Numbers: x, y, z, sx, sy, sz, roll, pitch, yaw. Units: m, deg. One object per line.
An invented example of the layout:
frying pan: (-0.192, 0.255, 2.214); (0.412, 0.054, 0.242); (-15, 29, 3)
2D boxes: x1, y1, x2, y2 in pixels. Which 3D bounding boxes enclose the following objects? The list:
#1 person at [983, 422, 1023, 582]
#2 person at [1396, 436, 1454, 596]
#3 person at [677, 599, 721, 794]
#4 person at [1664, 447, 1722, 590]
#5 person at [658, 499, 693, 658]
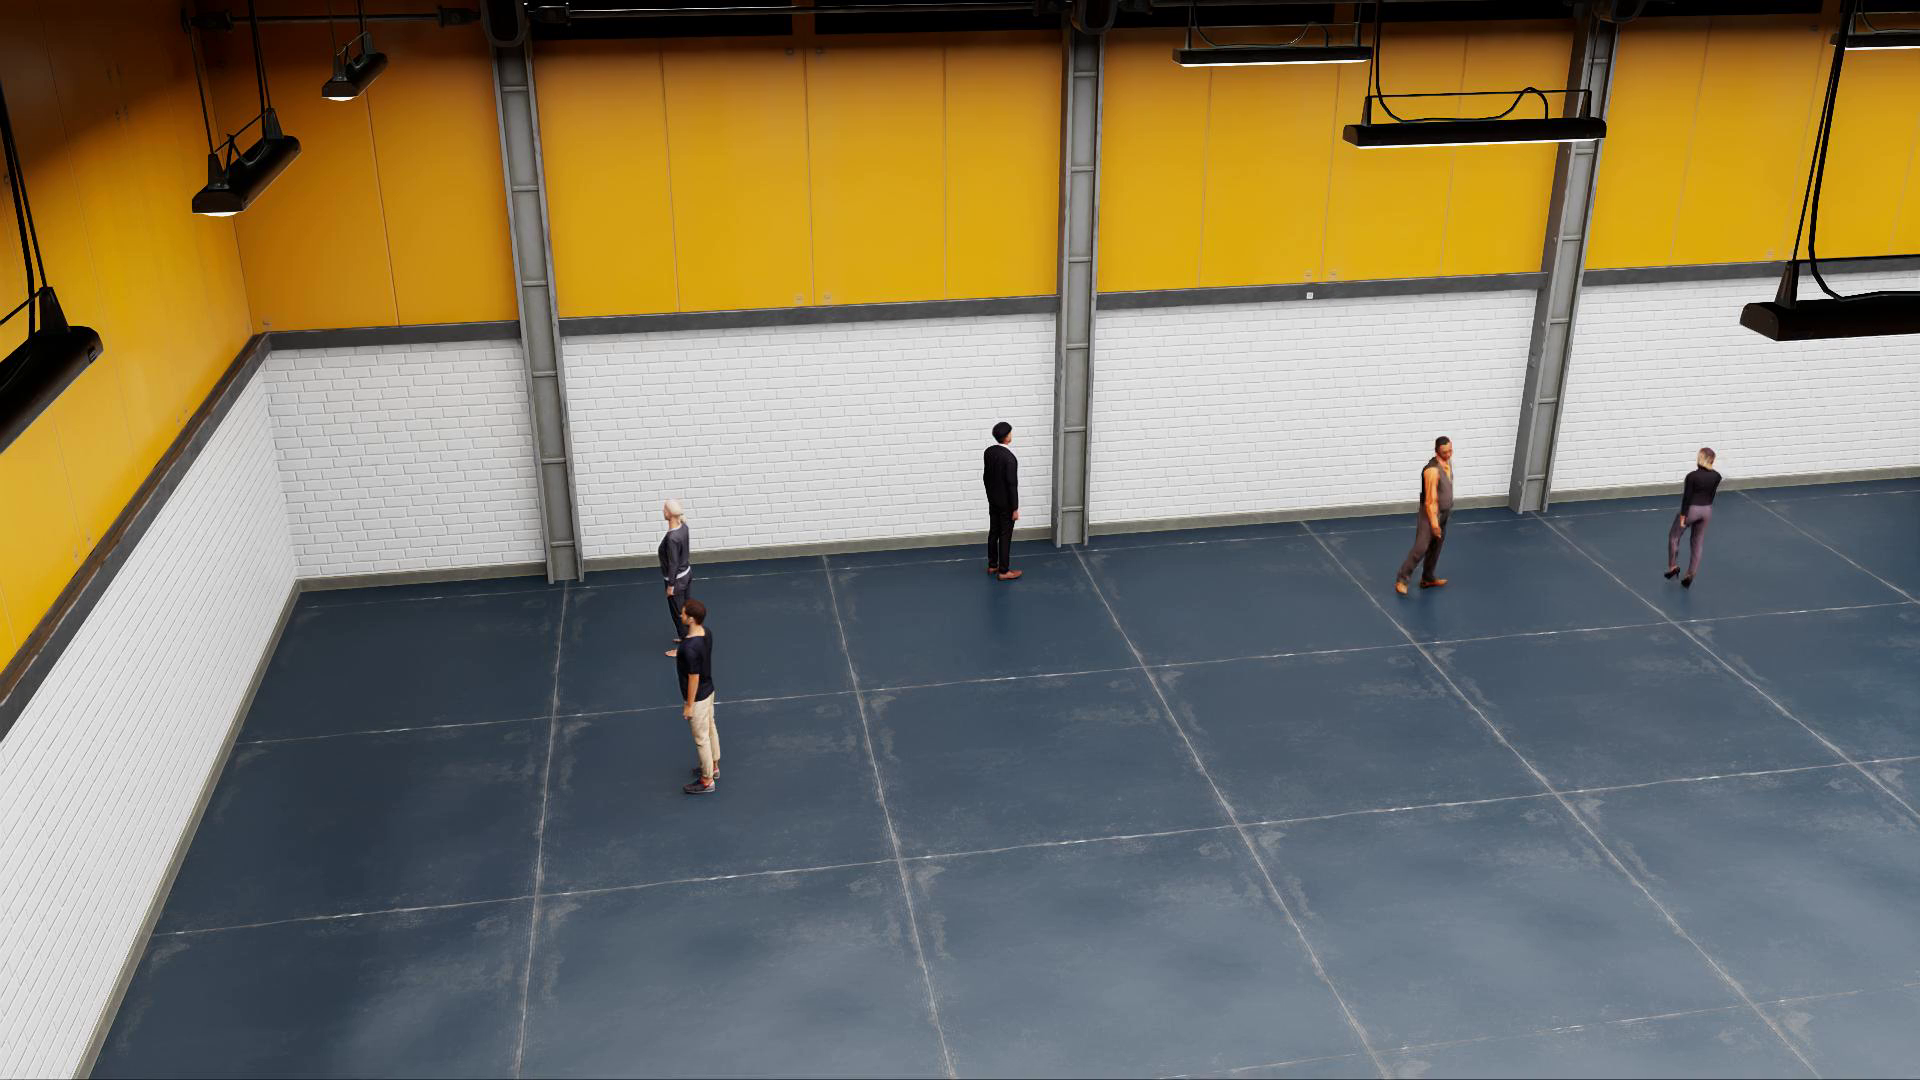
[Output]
person: (0.469, -0.458, 19.004); (0.730, 1.883, 0.771); (-16, 28, -33)
person: (5.335, -0.312, 18.661); (1.036, 1.888, 0.957); (9, 25, 20)
person: (-2.323, 1.375, 14.838); (0.631, 1.859, 0.688); (3, 24, 7)
person: (8.327, -0.219, 18.735); (0.552, 1.659, 0.665); (-2, 24, -5)
person: (-2.932, 0.367, 17.310); (0.635, 1.727, 0.666); (4, 24, 9)
